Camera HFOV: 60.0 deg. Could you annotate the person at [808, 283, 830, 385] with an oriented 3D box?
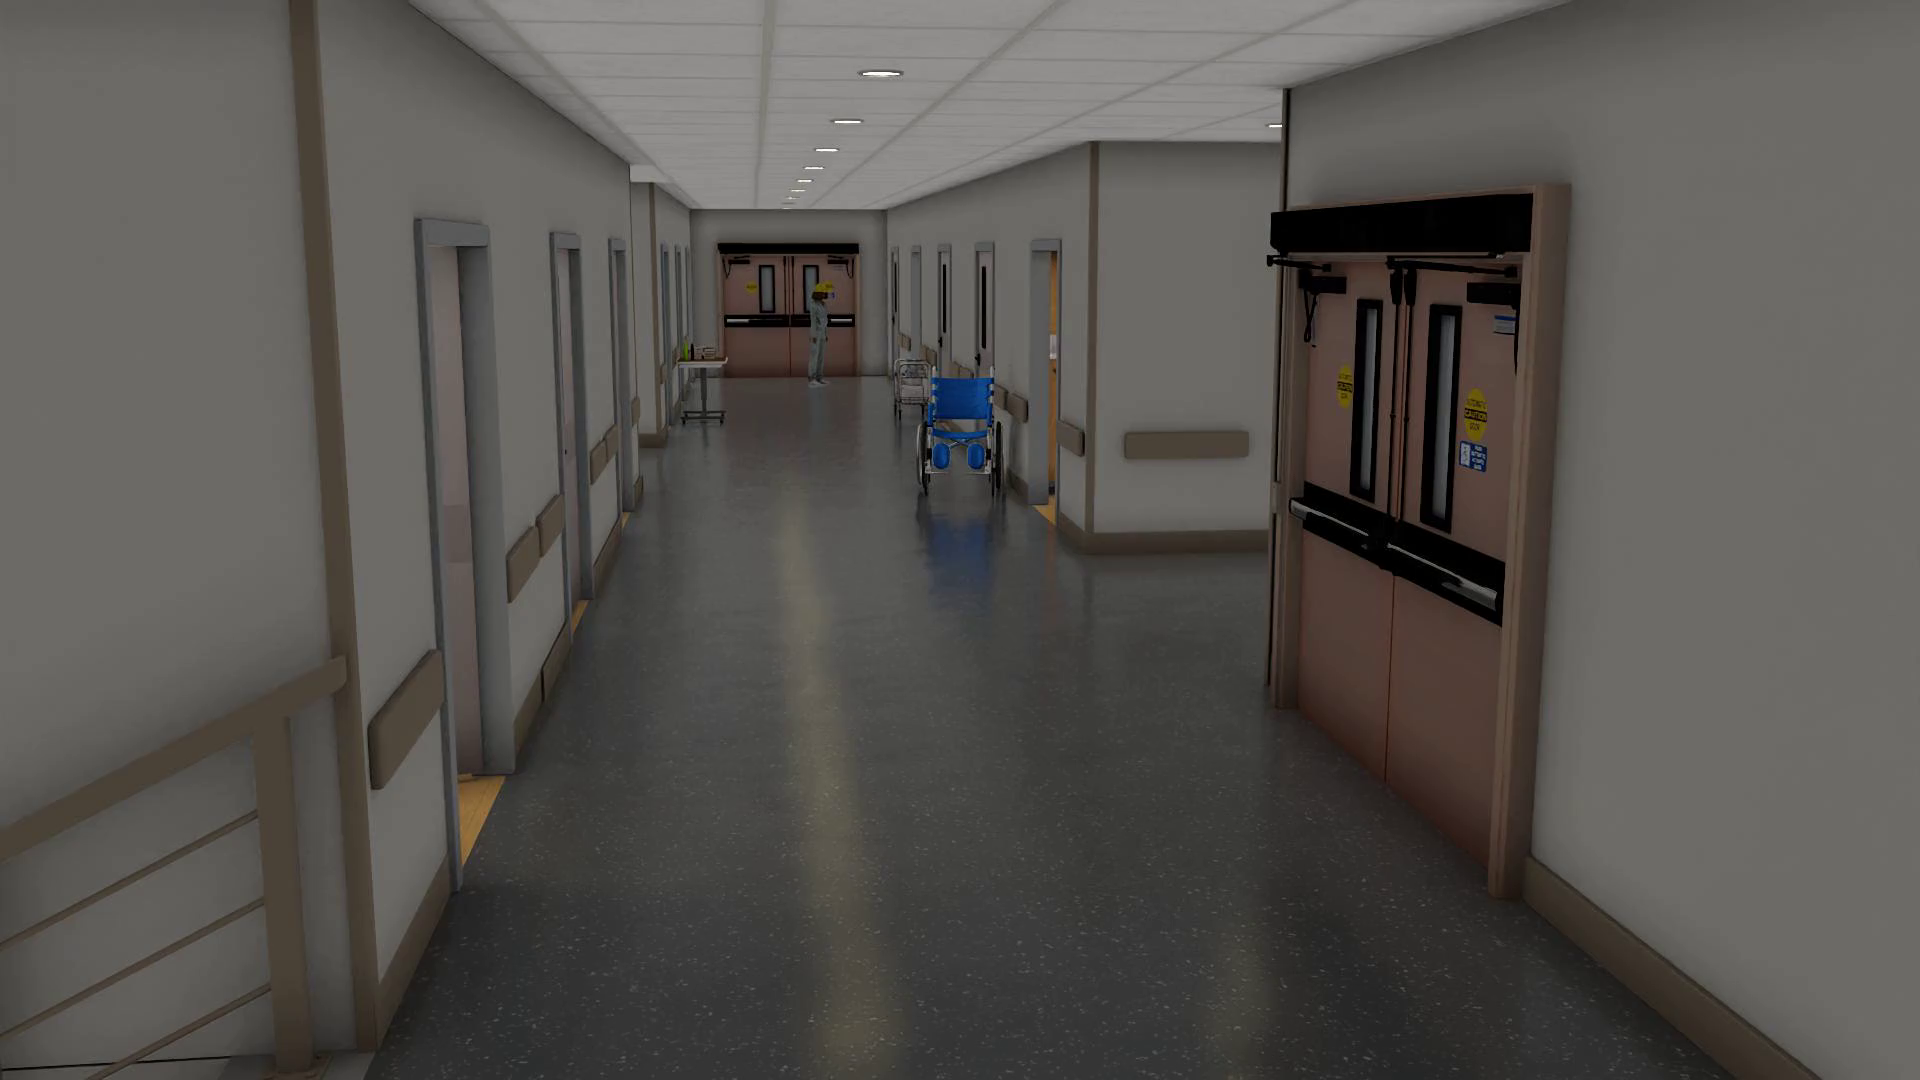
[{"bbox_3d":[-2.384,-3.490,28.252,0.346,1.734,0.485,4,11,22],"label":"person"}]
